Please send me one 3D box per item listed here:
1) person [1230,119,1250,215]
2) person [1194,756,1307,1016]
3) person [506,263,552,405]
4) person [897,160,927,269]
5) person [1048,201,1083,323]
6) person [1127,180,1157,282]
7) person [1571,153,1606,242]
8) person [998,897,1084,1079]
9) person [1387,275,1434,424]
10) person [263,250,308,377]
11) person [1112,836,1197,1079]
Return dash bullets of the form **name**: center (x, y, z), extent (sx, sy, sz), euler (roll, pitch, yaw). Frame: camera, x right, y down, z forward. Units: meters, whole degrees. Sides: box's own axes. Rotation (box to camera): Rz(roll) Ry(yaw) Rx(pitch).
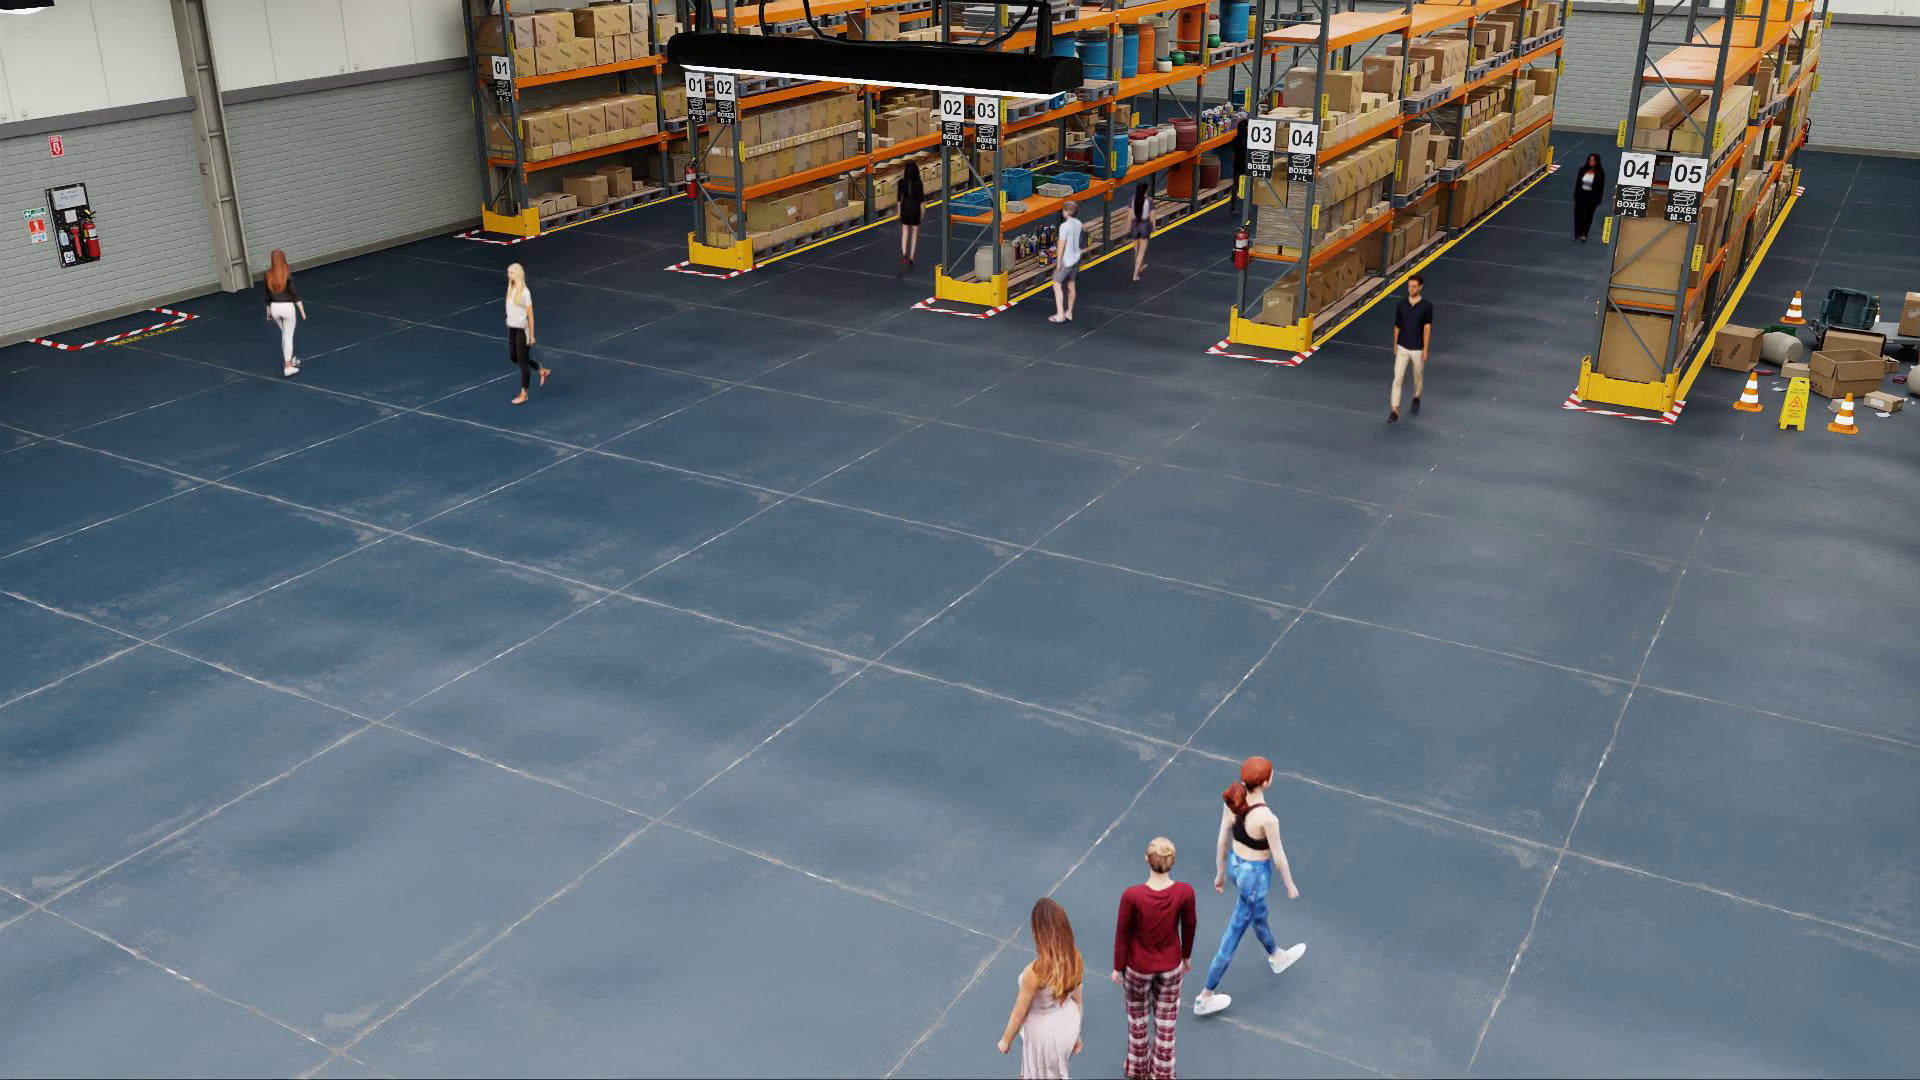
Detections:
- **person**: center (5.397, -7.155, 32.033), extent (0.672, 1.789, 1.144), euler (12, 26, 26)
- **person**: center (1.692, 2.167, 10.176), extent (1.208, 1.738, 0.954), euler (-13, 26, -28)
- **person**: center (-5.608, -2.698, 21.518), extent (0.704, 1.814, 0.952), euler (18, 29, 36)
- **person**: center (-0.841, -5.475, 28.082), extent (0.697, 1.789, 0.713), euler (4, 23, 9)
- **person**: center (1.677, -4.181, 24.988), extent (0.800, 1.829, 0.649), euler (19, 30, 38)
- **person**: center (2.941, -5.035, 27.279), extent (0.632, 1.607, 1.037), euler (11, 26, 25)
- **person**: center (11.344, -6.190, 30.003), extent (0.668, 1.601, 0.687), euler (12, 26, 26)
- **person**: center (0.542, 2.742, 8.826), extent (0.765, 1.737, 0.954), euler (21, 31, 40)
- **person**: center (5.692, -2.413, 20.847), extent (0.690, 1.815, 1.171), euler (11, 25, 24)
- **person**: center (-9.211, -3.059, 22.534), extent (0.780, 1.684, 0.912), euler (4, 23, 9)
- **person**: center (1.119, 2.432, 9.597), extent (0.721, 1.703, 0.755), euler (-3, 23, -6)
